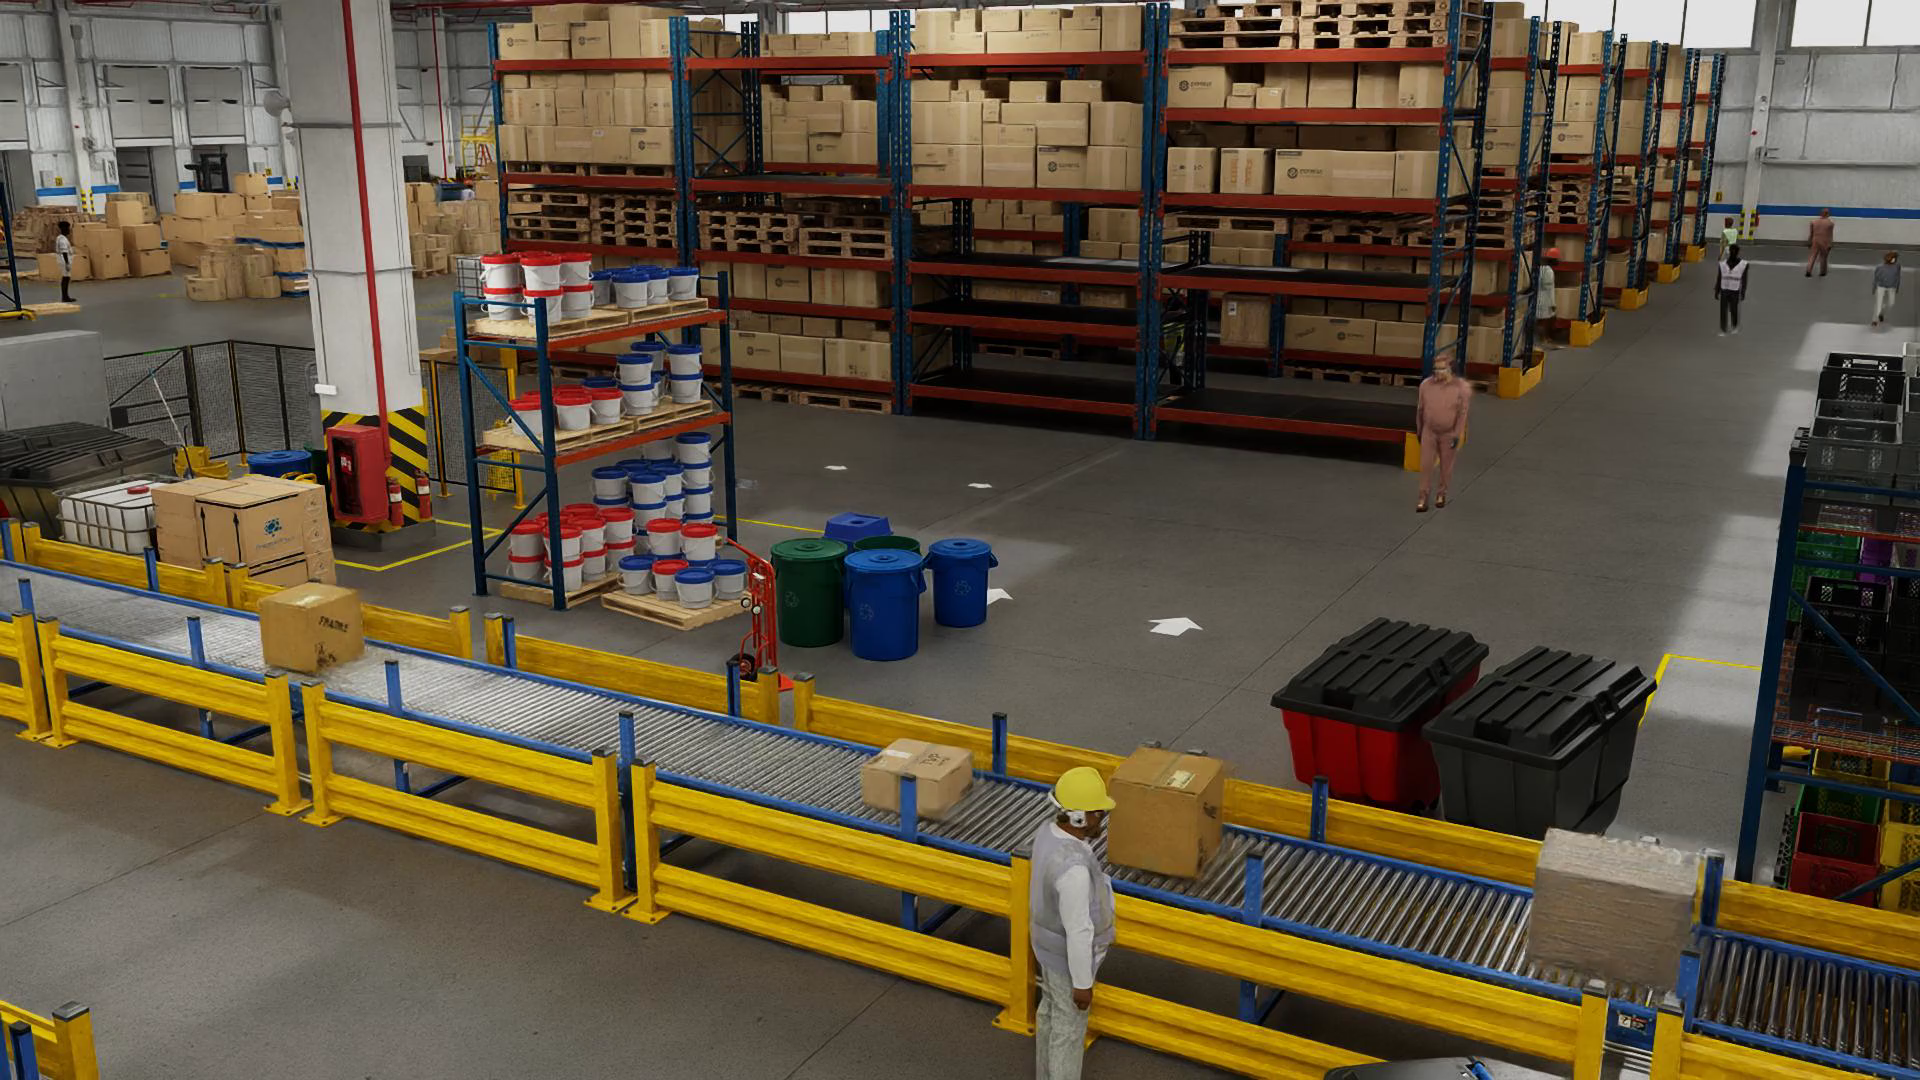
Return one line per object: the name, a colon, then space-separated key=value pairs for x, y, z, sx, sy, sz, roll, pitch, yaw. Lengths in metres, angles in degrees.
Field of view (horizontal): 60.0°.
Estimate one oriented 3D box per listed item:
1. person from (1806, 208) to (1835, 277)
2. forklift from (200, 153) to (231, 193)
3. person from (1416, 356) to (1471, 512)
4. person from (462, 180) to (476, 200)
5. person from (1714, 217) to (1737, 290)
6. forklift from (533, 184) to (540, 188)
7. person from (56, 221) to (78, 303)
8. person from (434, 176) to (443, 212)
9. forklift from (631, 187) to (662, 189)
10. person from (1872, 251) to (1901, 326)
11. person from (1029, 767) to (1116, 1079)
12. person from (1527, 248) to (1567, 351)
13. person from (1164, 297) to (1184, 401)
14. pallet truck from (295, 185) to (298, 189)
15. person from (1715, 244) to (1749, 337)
person: x=23.717 y=-8.196 z=45.850 sx=0.944 sy=1.868 sz=0.650 roll=-13 pitch=20 yaw=-40
forklift: x=-27.436 y=-12.866 z=61.465 sx=1.873 sy=2.768 sz=1.129 roll=8 pitch=17 yaw=28
person: x=5.676 y=-1.245 z=19.726 sx=0.631 sy=1.855 sz=0.941 roll=7 pitch=17 yaw=25
person: x=-17.887 y=-12.204 z=60.891 sx=0.558 sy=1.877 sz=1.019 roll=7 pitch=17 yaw=26
person: x=19.703 y=-7.349 z=42.708 sx=0.564 sy=1.845 sz=0.389 roll=-10 pitch=18 yaw=-33
forklift: x=-16.107 y=-13.583 z=64.162 sx=1.873 sy=2.768 sz=1.129 roll=6 pitch=16 yaw=22
person: x=-21.517 y=-6.692 z=40.052 sx=0.400 sy=1.952 sz=0.618 roll=-9 pitch=17 yaw=-30
person: x=-20.111 y=-13.076 z=64.169 sx=1.040 sy=1.879 sz=0.657 roll=3 pitch=15 yaw=12
forklift: x=-9.051 y=-9.350 z=48.249 sx=1.129 sy=2.768 sz=1.873 roll=-6 pitch=16 yaw=-21
person: x=20.018 y=-5.451 z=35.988 sx=0.559 sy=1.625 sz=0.403 roll=3 pitch=15 yaw=12
person: x=0.532 y=1.931 z=7.852 sx=0.403 sy=1.827 sz=0.601 roll=-3 pitch=15 yaw=-10
person: x=11.437 y=-4.620 z=32.136 sx=0.902 sy=2.004 sz=0.634 roll=4 pitch=15 yaw=14
person: x=3.466 y=-3.113 z=27.075 sx=0.316 sy=1.694 sz=0.541 roll=-3 pitch=15 yaw=-11
pallet truck: x=-26.804 y=-14.617 z=69.738 sx=1.885 sy=1.965 sz=0.823 roll=-14 pitch=20 yaw=-42
person: x=15.884 y=-5.139 z=34.291 sx=0.598 sy=1.903 sz=0.442 roll=12 pitch=19 yaw=39
